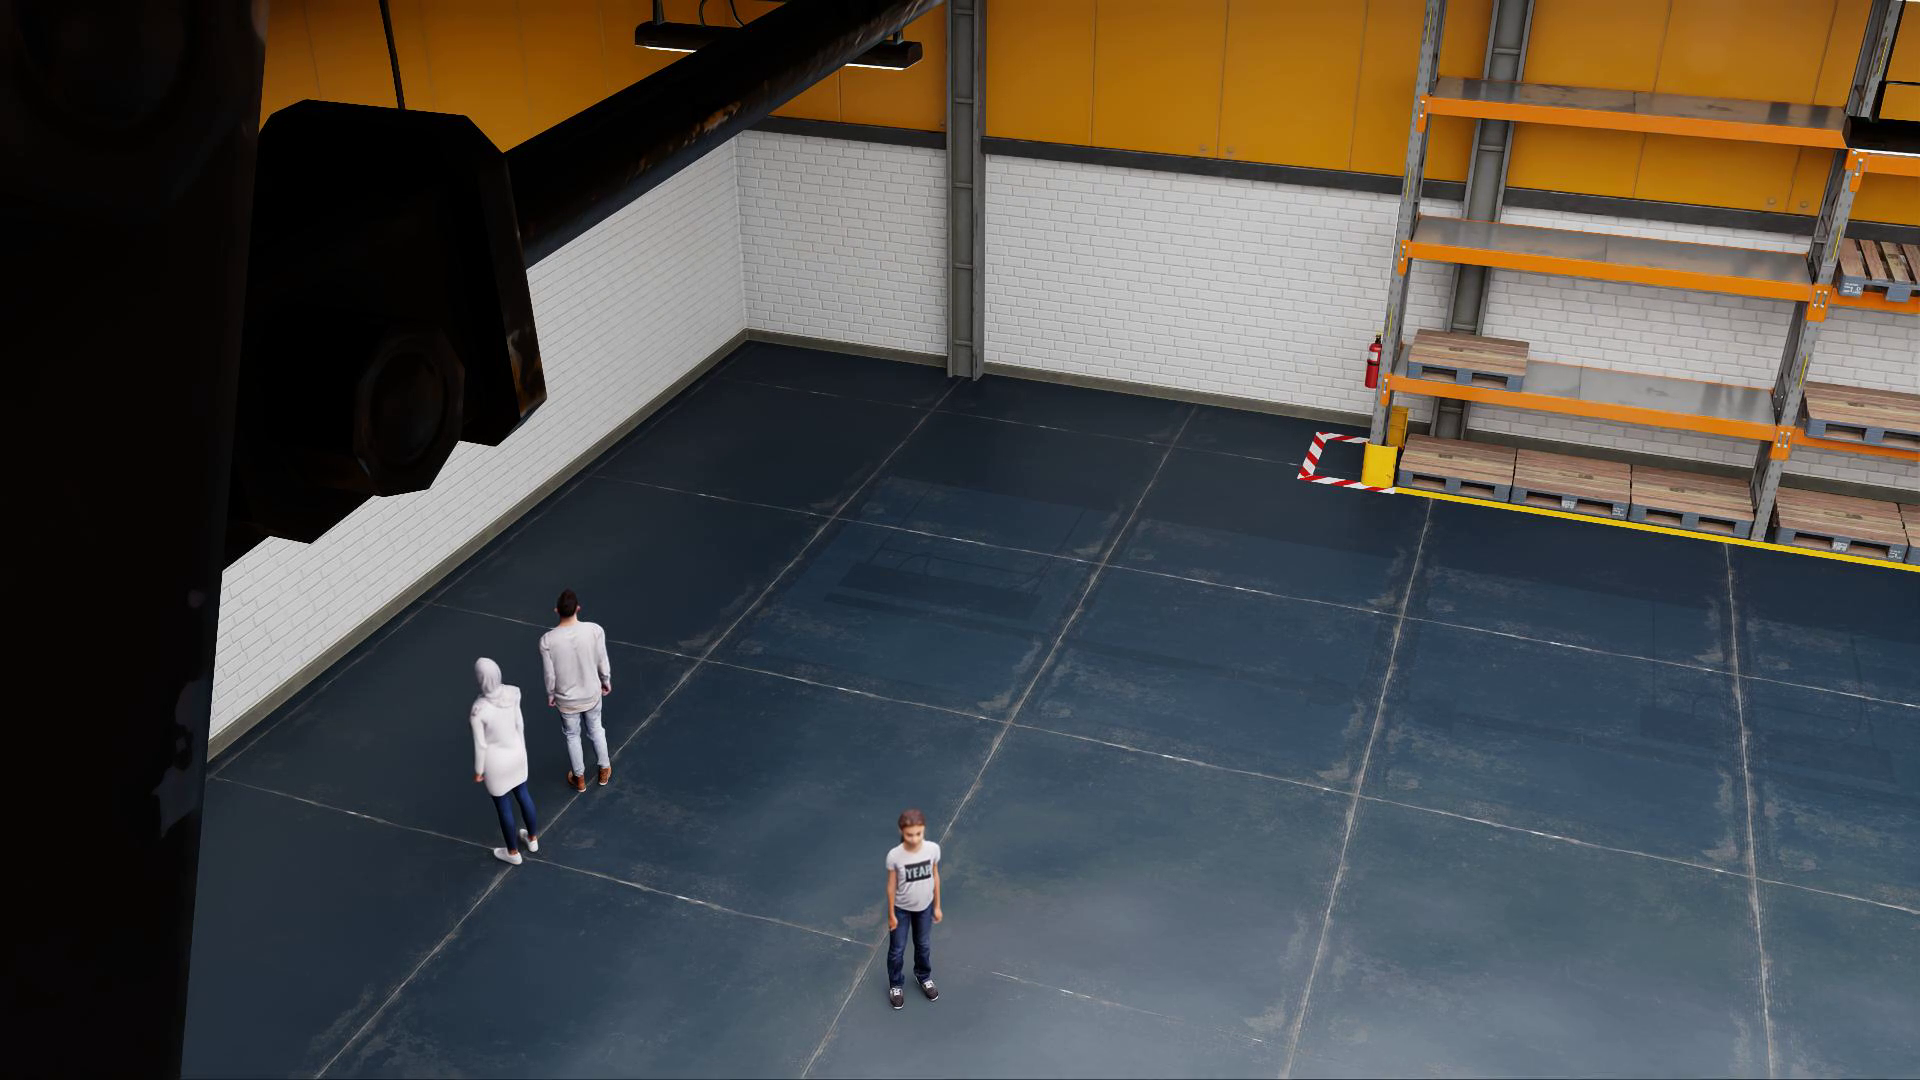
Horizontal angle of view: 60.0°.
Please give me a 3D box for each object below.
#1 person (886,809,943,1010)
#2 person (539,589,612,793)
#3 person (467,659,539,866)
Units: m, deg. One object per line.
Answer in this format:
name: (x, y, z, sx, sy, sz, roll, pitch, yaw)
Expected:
person: (-0.327, 2.465, 11.279, 0.618, 1.562, 0.692, -9, 30, -15)
person: (-3.059, 1.194, 13.318, 0.752, 1.840, 0.814, -12, 31, -21)
person: (-3.435, 1.660, 12.530, 0.641, 1.777, 0.676, 21, 35, 34)
